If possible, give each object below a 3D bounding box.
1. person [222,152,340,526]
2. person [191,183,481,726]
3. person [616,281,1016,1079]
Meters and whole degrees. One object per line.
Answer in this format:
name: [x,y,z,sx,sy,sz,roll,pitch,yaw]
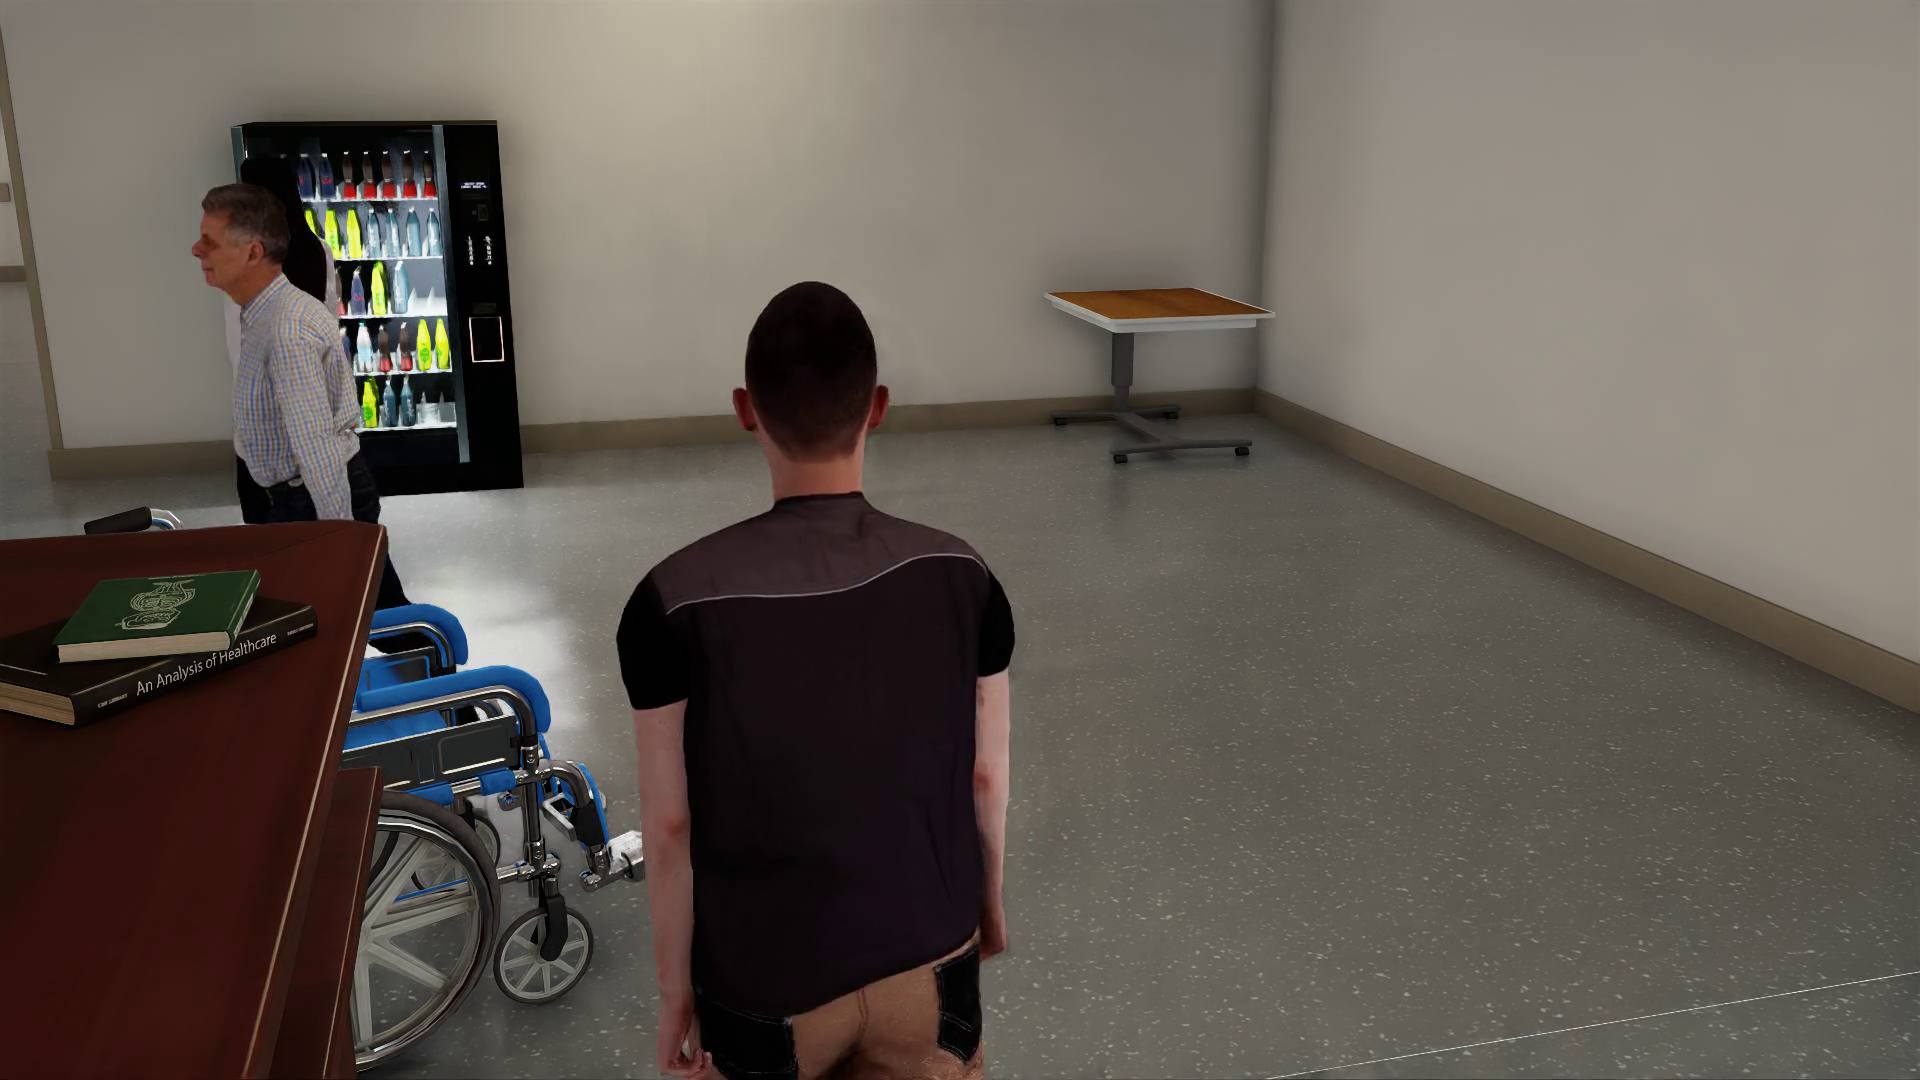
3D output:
person: [-2.414,-0.487,6.097,0.931,1.788,0.897,13,20,39]
person: [-1.691,-0.052,4.621,1.197,1.751,0.737,-4,16,-15]
person: [-0.145,0.620,2.172,1.133,1.786,0.763,-4,16,-13]
